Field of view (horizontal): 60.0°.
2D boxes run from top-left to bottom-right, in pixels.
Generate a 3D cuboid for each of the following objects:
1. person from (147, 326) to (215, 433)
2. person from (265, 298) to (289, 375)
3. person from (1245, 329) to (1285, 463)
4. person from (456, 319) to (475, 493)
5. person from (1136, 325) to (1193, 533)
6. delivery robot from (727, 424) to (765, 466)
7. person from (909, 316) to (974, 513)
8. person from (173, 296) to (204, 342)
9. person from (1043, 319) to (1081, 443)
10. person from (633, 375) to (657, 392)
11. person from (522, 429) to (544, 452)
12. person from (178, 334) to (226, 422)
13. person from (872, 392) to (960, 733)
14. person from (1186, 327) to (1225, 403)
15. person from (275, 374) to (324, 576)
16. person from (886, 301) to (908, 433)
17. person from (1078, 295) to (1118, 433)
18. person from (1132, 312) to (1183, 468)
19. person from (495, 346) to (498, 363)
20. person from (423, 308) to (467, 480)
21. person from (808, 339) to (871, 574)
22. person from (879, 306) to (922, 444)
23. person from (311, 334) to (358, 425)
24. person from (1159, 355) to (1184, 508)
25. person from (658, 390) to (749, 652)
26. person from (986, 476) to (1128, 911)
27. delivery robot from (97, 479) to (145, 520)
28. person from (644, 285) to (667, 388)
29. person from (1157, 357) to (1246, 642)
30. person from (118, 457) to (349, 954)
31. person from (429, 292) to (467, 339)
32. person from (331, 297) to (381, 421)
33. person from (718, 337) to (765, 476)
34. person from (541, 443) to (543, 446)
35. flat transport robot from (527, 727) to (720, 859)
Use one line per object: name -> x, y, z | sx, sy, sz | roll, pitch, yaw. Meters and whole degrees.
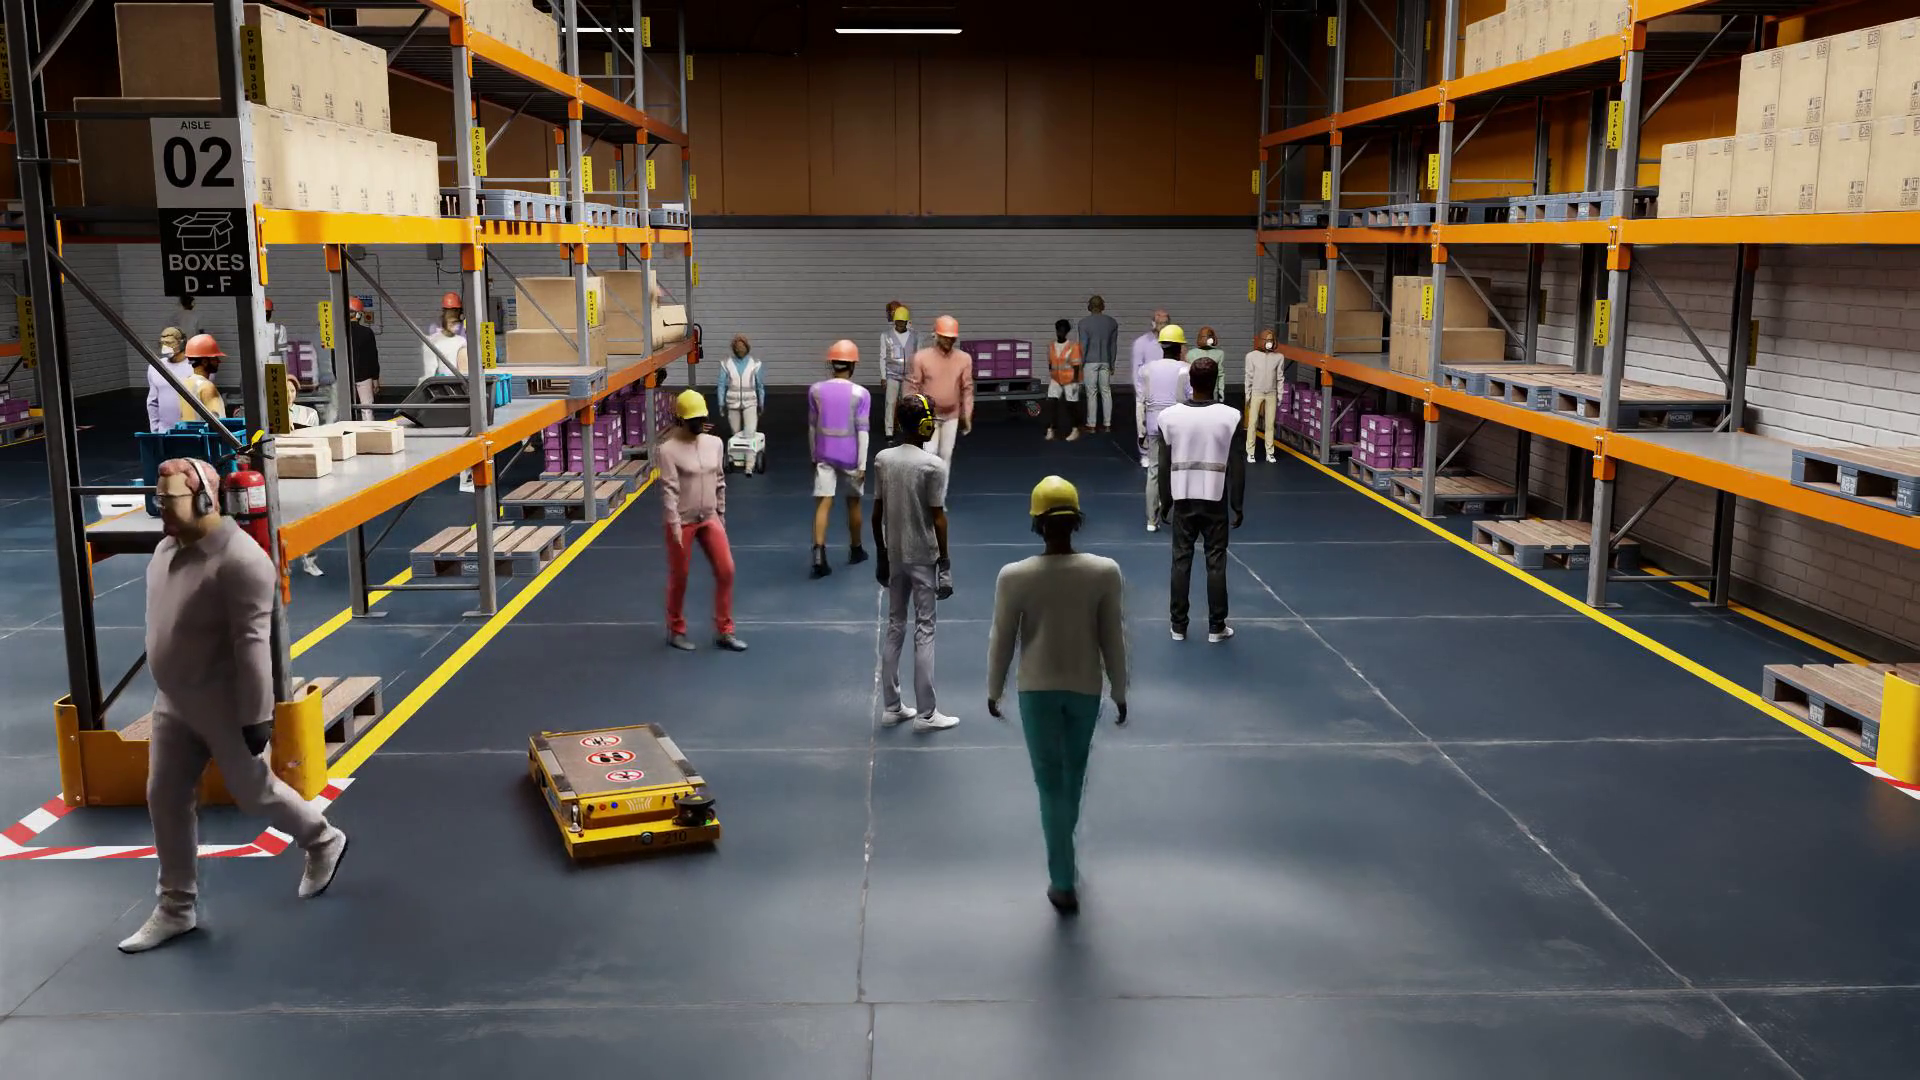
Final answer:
person -> -6.939, -0.936, 14.844 | 0.627, 1.940, 0.371 | 1, 10, 8
person -> -9.297, -2.282, 22.346 | 0.552, 1.935, 0.374 | -3, 11, -18
person -> 3.699, -1.747, 20.239 | 0.497, 1.629, 0.277 | -1, 10, -6
person -> -5.203, -1.469, 17.875 | 0.399, 1.919, 0.587 | -1, 10, -3
person -> 1.913, -1.015, 15.325 | 0.590, 1.923, 0.383 | 5, 11, 24
delivery robot -> -2.500, -1.121, 19.473 | 0.477, 0.478, 0.707 | 0, 10, 3
person -> -0.176, -1.229, 16.403 | 0.626, 1.963, 0.514 | -3, 11, -18
person -> -12.502, -3.095, 27.102 | 0.563, 1.853, 0.452 | 0, 10, -2
person -> 1.371, -2.113, 22.155 | 0.551, 1.646, 0.818 | 6, 12, 31
person -> -4.826, -2.812, 25.301 | 0.545, 1.939, 0.354 | -1, 10, -8
person -> -5.431, -2.040, 21.308 | 0.618, 1.836, 0.430 | -6, 12, -31
person -> -6.081, -0.691, 13.482 | 0.542, 1.939, 0.361 | 9, 14, 42
person -> -0.255, 0.123, 9.141 | 0.533, 1.868, 0.310 | 8, 13, 38
person -> 3.042, -1.827, 20.656 | 0.507, 1.633, 0.274 | -1, 10, -4
person -> -5.343, -0.503, 13.264 | 0.513, 1.641, 0.307 | -8, 13, -38
person -> -0.813, -2.436, 23.427 | 0.462, 1.855, 0.603 | -1, 10, -7
person -> 1.922, -2.468, 23.397 | 0.632, 1.932, 0.359 | -5, 11, -26
person -> 2.344, -1.740, 19.543 | 0.646, 1.863, 0.862 | -1, 10, -8
person -> -6.295, -2.035, 21.696 | 0.544, 1.668, 0.550 | -3, 11, -18
person -> -5.752, -1.652, 18.856 | 0.443, 1.929, 0.667 | 6, 12, 28
person -> -1.000, -0.679, 13.550 | 0.556, 1.906, 0.956 | 2, 10, 12
person -> -0.788, -2.197, 22.192 | 0.586, 1.824, 0.404 | -3, 11, -17
person -> -8.200, -2.116, 21.869 | 0.618, 1.784, 0.955 | 3, 11, 16
person -> 2.178, -1.138, 16.935 | 0.515, 1.593, 0.581 | -1, 10, -4
person -> -1.691, -0.106, 10.810 | 0.538, 1.731, 0.689 | -10, 14, -43
person -> 0.379, 0.591, 6.900 | 0.548, 1.720, 0.867 | -2, 10, -11
delivery robot -> -7.338, -0.308, 14.943 | 0.707, 0.478, 0.477 | -1, 10, -5
person -> -4.774, -2.964, 25.922 | 0.512, 2.023, 0.621 | -2, 10, -12
person -> 1.612, -0.264, 11.160 | 0.593, 1.920, 0.391 | 3, 11, 17
person -> -2.871, 0.595, 6.497 | 0.649, 1.873, 0.897 | 6, 12, 30
person -> -6.391, -2.110, 21.097 | 0.613, 2.041, 0.393 | -5, 12, -28
person -> -7.514, -2.023, 20.744 | 0.610, 1.995, 0.381 | 1, 10, 8
person -> -2.523, -1.549, 19.222 | 0.519, 1.596, 0.861 | -1, 10, -3
person -> -5.531, -2.126, 22.038 | 0.363, 1.745, 0.654 | 0, 10, 1
flat transport robot -> -1.630, 1.145, 7.896 | 0.652, 0.197, 1.431 | -4, 11, -22
